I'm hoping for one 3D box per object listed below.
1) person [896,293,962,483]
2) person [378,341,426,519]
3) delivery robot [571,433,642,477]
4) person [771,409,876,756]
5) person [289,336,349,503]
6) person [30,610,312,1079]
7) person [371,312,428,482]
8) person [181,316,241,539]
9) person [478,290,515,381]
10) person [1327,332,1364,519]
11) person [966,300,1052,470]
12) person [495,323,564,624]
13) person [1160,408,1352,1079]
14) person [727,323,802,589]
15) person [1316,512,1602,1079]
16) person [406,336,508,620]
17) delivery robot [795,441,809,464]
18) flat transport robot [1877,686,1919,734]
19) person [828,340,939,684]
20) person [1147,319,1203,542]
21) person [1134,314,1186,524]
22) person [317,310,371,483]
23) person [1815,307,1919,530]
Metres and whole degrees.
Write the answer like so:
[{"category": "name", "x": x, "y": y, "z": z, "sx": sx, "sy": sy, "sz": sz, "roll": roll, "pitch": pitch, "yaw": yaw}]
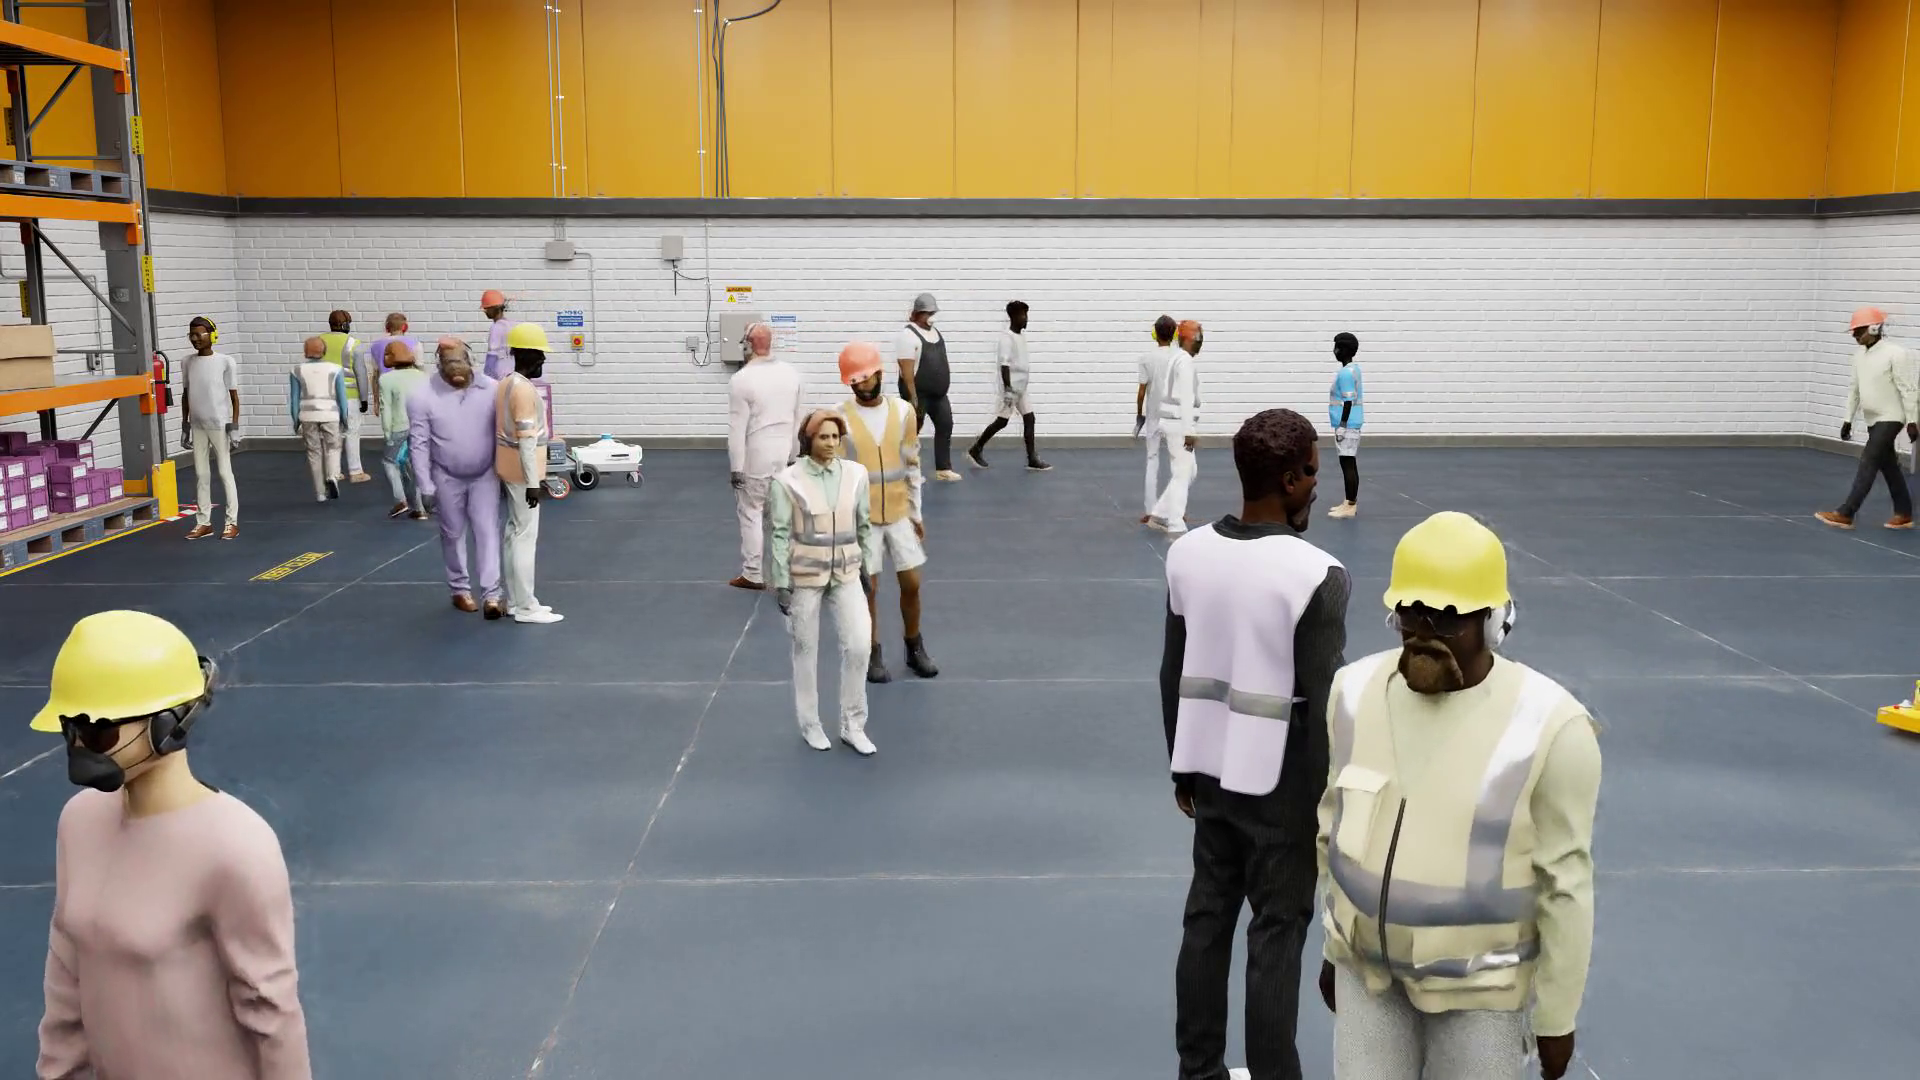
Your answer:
[{"category": "person", "x": -0.310, "y": -1.595, "z": 17.489, "sx": 0.773, "sy": 2.000, "sz": 0.703, "roll": 7, "pitch": 12, "yaw": 36}, {"category": "person", "x": -5.029, "y": -0.985, "z": 15.053, "sx": 0.393, "sy": 1.622, "sz": 0.516, "roll": 8, "pitch": 12, "yaw": 40}, {"category": "delivery robot", "x": -3.661, "y": -0.862, "z": 17.255, "sx": 0.707, "sy": 0.478, "sz": 0.477, "roll": -3, "pitch": 10, "yaw": -16}, {"category": "person", "x": -0.603, "y": 0.207, "z": 7.698, "sx": 0.546, "sy": 1.617, "sz": 0.590, "roll": -5, "pitch": 10, "yaw": -28}, {"category": "person", "x": -6.173, "y": -1.151, "z": 16.030, "sx": 0.522, "sy": 1.619, "sz": 0.449, "roll": -3, "pitch": 10, "yaw": -17}, {"category": "person", "x": -1.322, "y": 0.948, "z": 2.872, "sx": 0.540, "sy": 1.722, "sz": 0.908, "roll": 6, "pitch": 11, "yaw": 32}, {"category": "person", "x": -5.925, "y": -1.489, "z": 17.538, "sx": 0.623, "sy": 1.820, "sz": 0.674, "roll": 2, "pitch": 9, "yaw": 11}, {"category": "person", "x": -6.295, "y": -0.931, "z": 13.952, "sx": 0.517, "sy": 1.870, "sz": 0.328, "roll": 1, "pitch": 9, "yaw": 4}, {"category": "person", "x": -5.377, "y": -1.898, "z": 19.403, "sx": 0.498, "sy": 2.018, "sz": 0.625, "roll": 0, "pitch": 9, "yaw": -3}, {"category": "person", "x": 3.508, "y": -1.040, "z": 15.130, "sx": 0.317, "sy": 1.698, "sz": 0.540, "roll": 3, "pitch": 10, "yaw": 19}, {"category": "person", "x": 0.534, "y": -1.741, "z": 18.759, "sx": 0.954, "sy": 1.932, "sz": 0.618, "roll": 4, "pitch": 10, "yaw": 24}, {"category": "person", "x": -2.787, "y": -0.429, "z": 10.698, "sx": 0.384, "sy": 1.924, "sz": 0.589, "roll": -4, "pitch": 10, "yaw": -23}, {"category": "person", "x": 0.758, "y": 0.620, "z": 4.286, "sx": 0.377, "sy": 1.917, "sz": 0.599, "roll": -7, "pitch": 11, "yaw": -36}, {"category": "person", "x": -1.370, "y": -0.575, "z": 11.674, "sx": 0.569, "sy": 1.893, "sz": 0.661, "roll": 8, "pitch": 12, "yaw": 40}, {"category": "person", "x": 1.004, "y": 0.824, "z": 3.386, "sx": 0.592, "sy": 1.812, "sz": 0.650, "roll": 9, "pitch": 13, "yaw": 43}, {"category": "person", "x": -3.174, "y": -0.383, "z": 10.674, "sx": 0.659, "sy": 1.836, "sz": 1.019, "roll": -4, "pitch": 10, "yaw": -25}, {"category": "delivery robot", "x": -1.740, "y": -0.859, "z": 17.233, "sx": 0.707, "sy": 0.478, "sz": 0.477, "roll": 3, "pitch": 10, "yaw": 15}, {"category": "flat transport robot", "x": 5.289, "y": 0.809, "z": 8.166, "sx": 1.431, "sy": 0.197, "sz": 0.652, "roll": -4, "pitch": 10, "yaw": -24}, {"category": "person", "x": -0.453, "y": -0.138, "z": 9.016, "sx": 0.614, "sy": 1.890, "sz": 0.468, "roll": -4, "pitch": 10, "yaw": -23}, {"category": "person", "x": 1.823, "y": -0.918, "z": 13.934, "sx": 0.417, "sy": 1.857, "sz": 0.630, "roll": 1, "pitch": 9, "yaw": 6}, {"category": "person", "x": 1.805, "y": -1.056, "z": 14.724, "sx": 0.530, "sy": 1.864, "sz": 0.311, "roll": 0, "pitch": 9, "yaw": -3}, {"category": "person", "x": -6.557, "y": -1.521, "z": 17.681, "sx": 0.625, "sy": 1.839, "sz": 0.429, "roll": 2, "pitch": 9, "yaw": 12}, {"category": "person", "x": 7.922, "y": -1.043, "z": 14.444, "sx": 0.984, "sy": 1.921, "sz": 0.674, "roll": 0, "pitch": 9, "yaw": -3}]
